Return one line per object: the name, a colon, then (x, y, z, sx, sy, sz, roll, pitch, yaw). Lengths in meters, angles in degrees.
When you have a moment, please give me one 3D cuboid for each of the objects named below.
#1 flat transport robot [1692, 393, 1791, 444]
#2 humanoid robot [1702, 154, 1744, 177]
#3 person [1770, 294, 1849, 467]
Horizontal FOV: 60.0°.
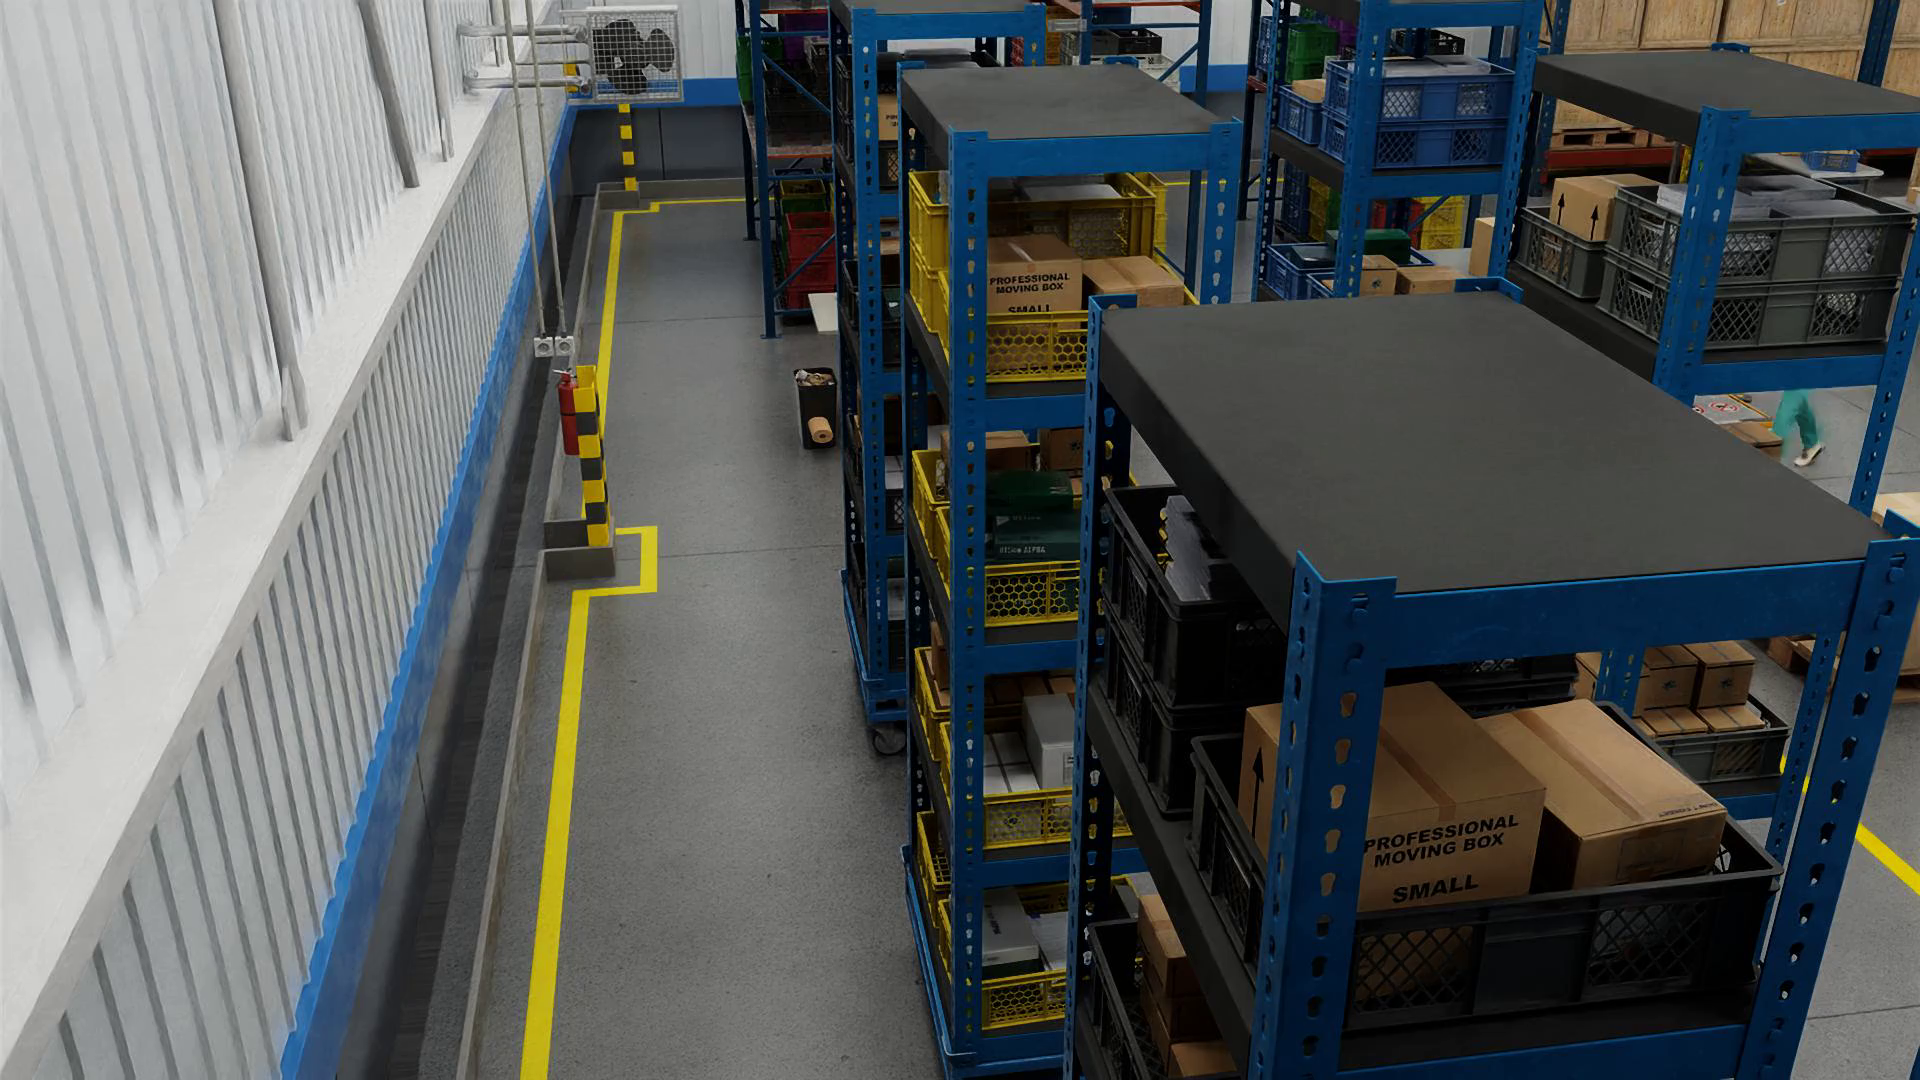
flat transport robot: (5.224, -0.859, 12.132, 1.431, 0.197, 0.652, -4, 25, -8)
humanoid robot: (7.000, -3.027, 15.254, 0.574, 1.609, 0.766, -8, 26, -18)
person: (5.704, -1.244, 11.262, 0.939, 1.708, 0.537, -12, 27, -24)
